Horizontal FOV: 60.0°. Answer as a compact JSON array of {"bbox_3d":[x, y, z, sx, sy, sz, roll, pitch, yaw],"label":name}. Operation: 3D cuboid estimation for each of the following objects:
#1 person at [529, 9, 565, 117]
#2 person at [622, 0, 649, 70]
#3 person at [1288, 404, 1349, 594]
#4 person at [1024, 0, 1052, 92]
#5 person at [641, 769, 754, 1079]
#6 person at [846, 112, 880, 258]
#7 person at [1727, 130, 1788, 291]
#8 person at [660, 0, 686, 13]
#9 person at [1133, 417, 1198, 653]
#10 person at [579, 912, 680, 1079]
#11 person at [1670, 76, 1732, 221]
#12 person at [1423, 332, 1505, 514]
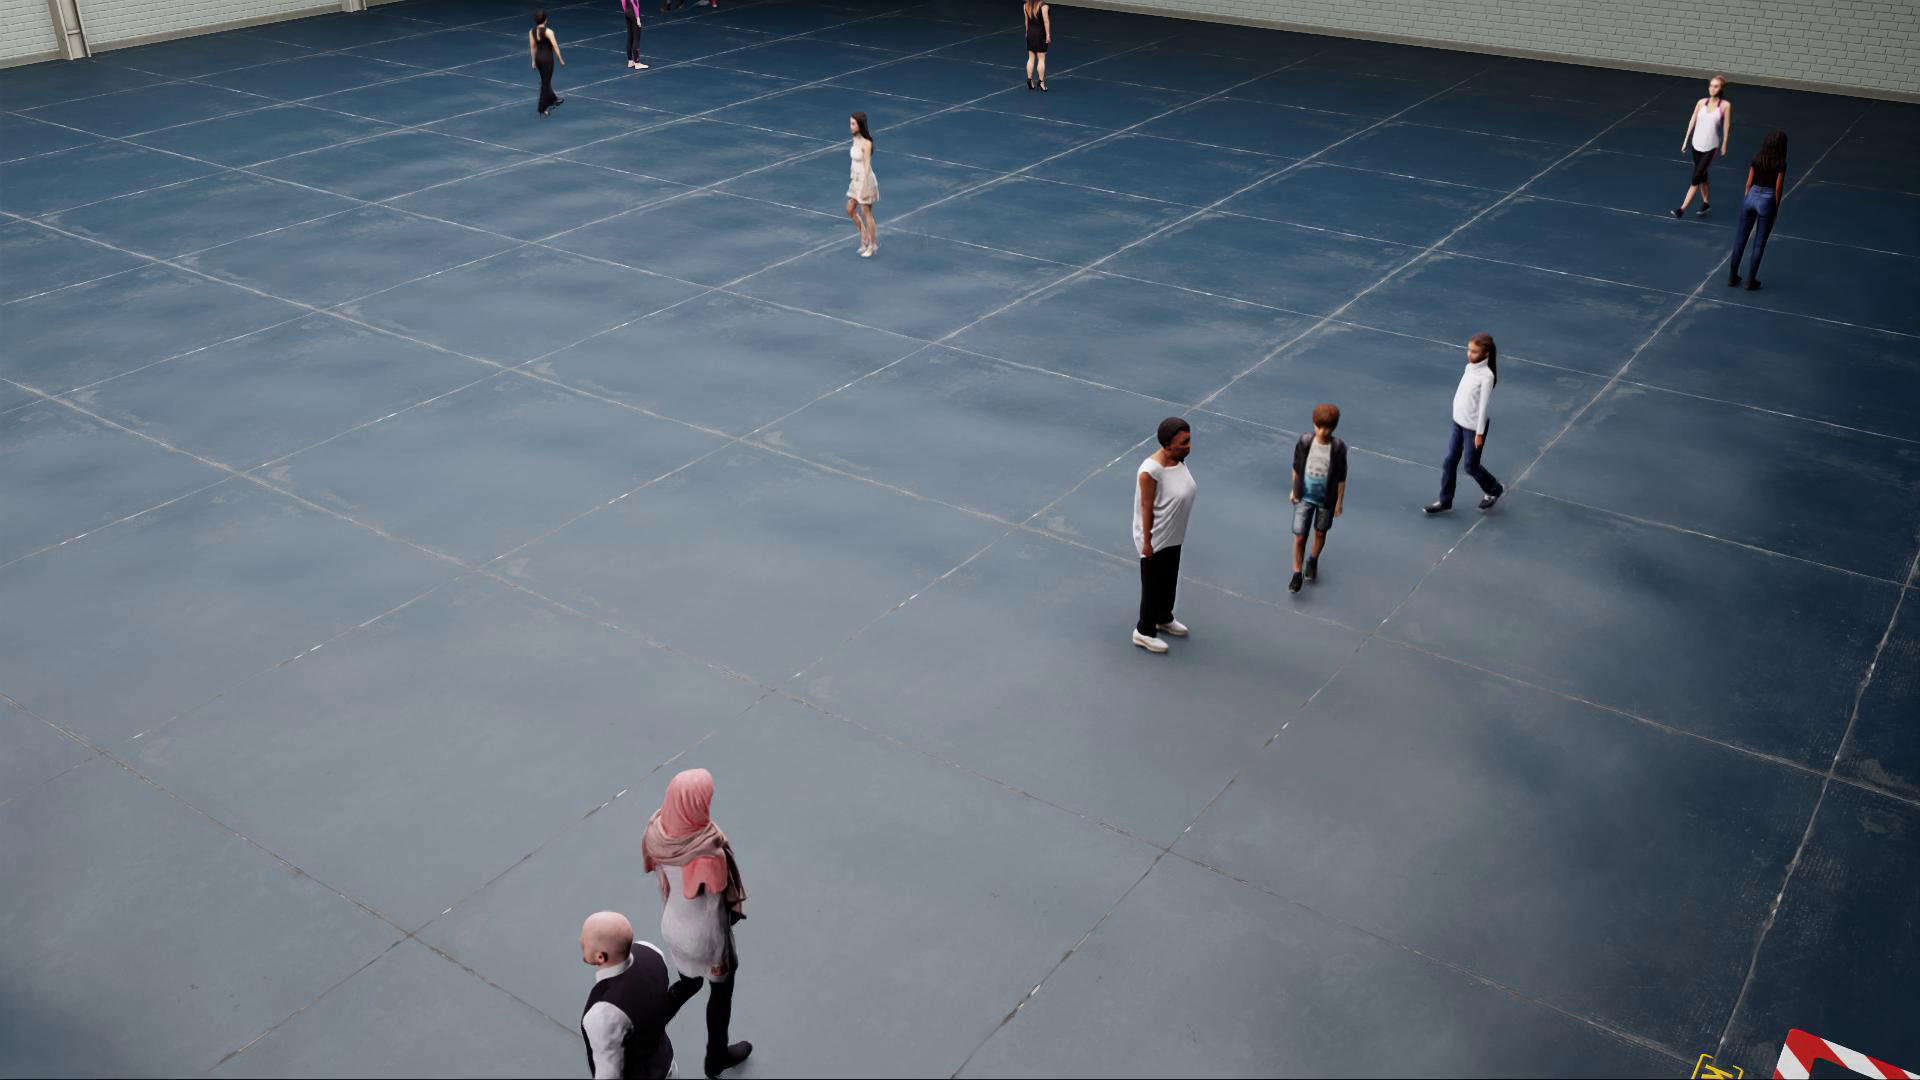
[{"bbox_3d":[-6.450,-7.320,25.644,0.688,1.562,1.040,13,30,24],"label":"person"},{"bbox_3d":[-5.698,-9.112,28.918,0.635,1.751,0.628,-20,33,-34],"label":"person"},{"bbox_3d":[2.638,-0.350,12.257,0.716,1.427,0.900,7,28,14],"label":"person"},{"bbox_3d":[1.268,-8.255,27.291,0.661,1.718,0.613,21,34,35],"label":"person"},{"bbox_3d":[-1.263,1.858,7.578,0.629,1.783,0.962,18,32,30],"label":"person"},{"bbox_3d":[-1.025,-4.099,19.216,0.728,1.719,0.696,-12,30,-22],"label":"person"},{"bbox_3d":[8.785,-3.635,18.299,0.562,1.736,0.555,22,34,36],"label":"person"},{"bbox_3d":[-5.621,-11.214,32.538,0.766,1.677,1.104,14,30,25],"label":"person"},{"bbox_3d":[1.401,-0.060,11.409,0.695,1.687,0.526,17,32,30],"label":"person"},{"bbox_3d":[-1.324,2.246,6.780,0.833,1.824,0.693,5,28,11],"label":"person"},{"bbox_3d":[9.295,-4.854,20.665,1.223,1.736,0.857,-20,33,-33],"label":"person"},{"bbox_3d":[4.129,-0.913,13.222,0.960,1.543,0.854,-8,28,-15],"label":"person"}]
